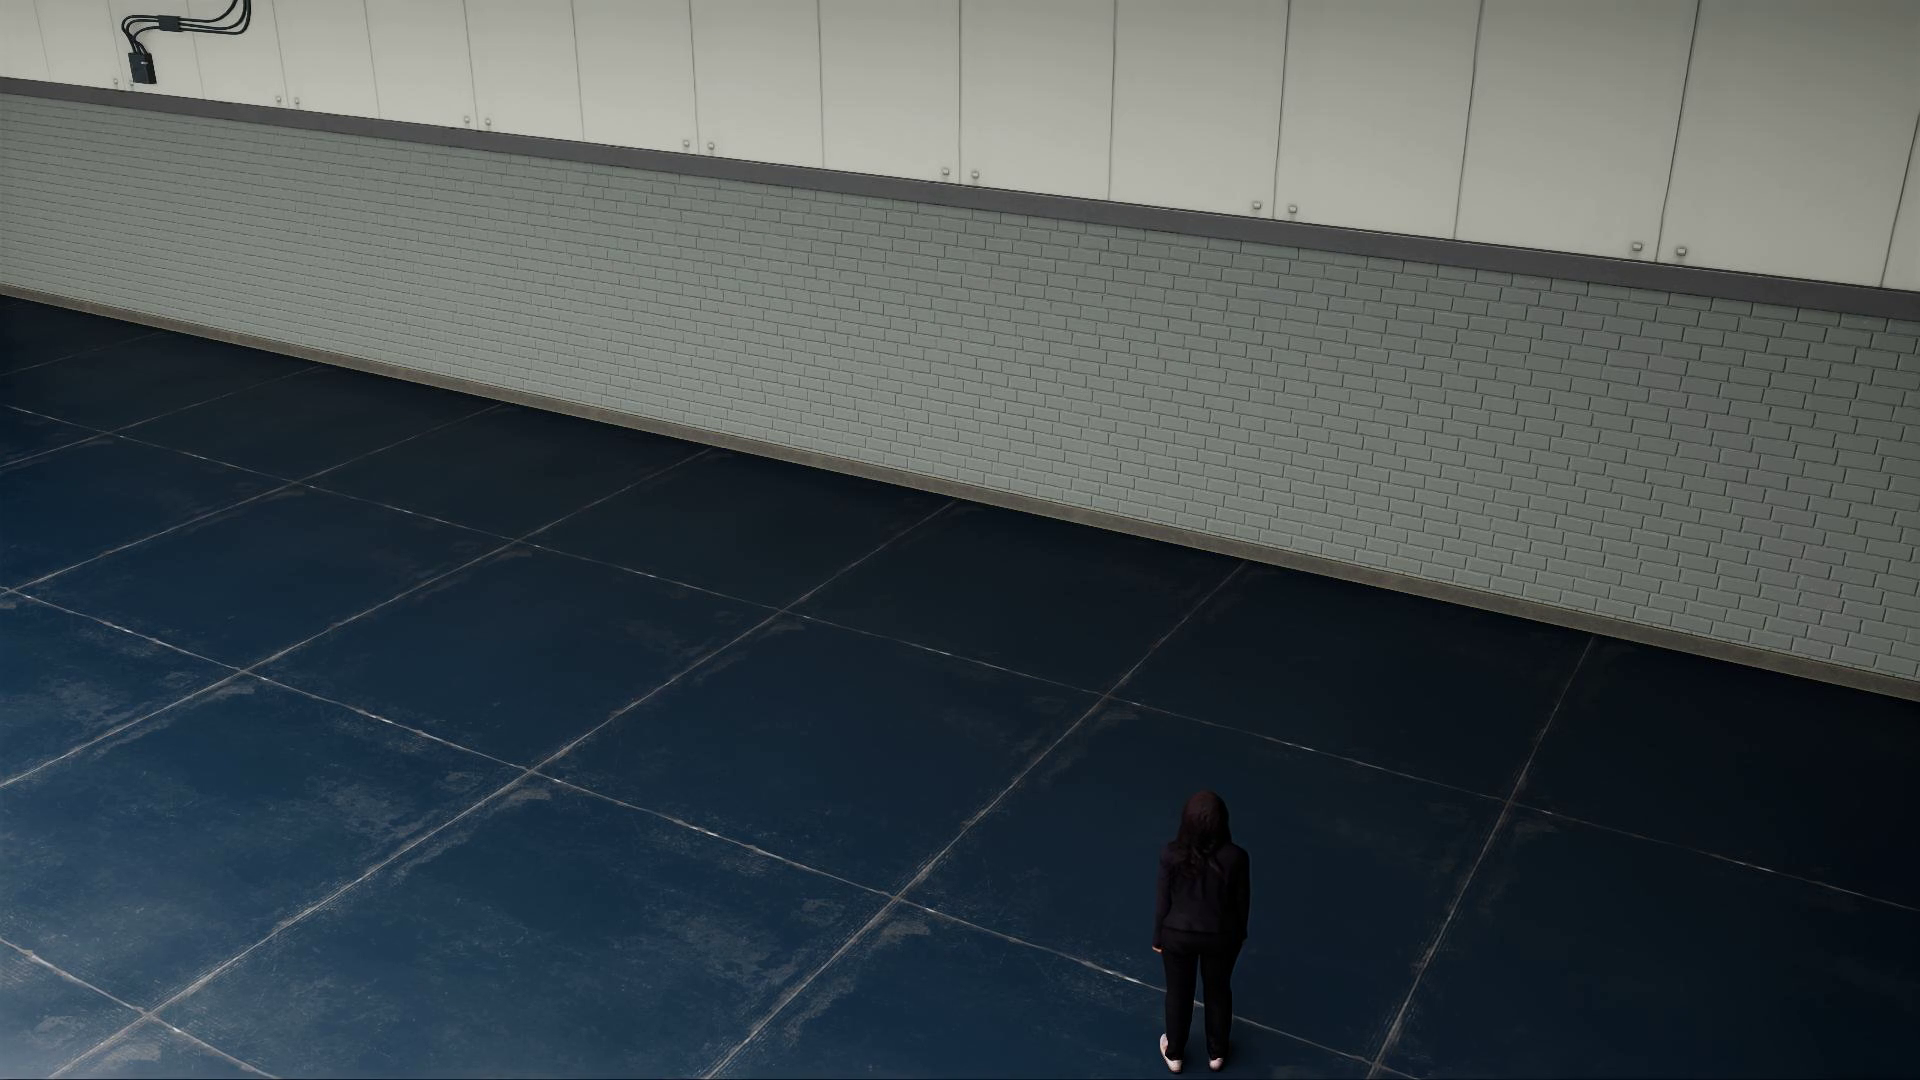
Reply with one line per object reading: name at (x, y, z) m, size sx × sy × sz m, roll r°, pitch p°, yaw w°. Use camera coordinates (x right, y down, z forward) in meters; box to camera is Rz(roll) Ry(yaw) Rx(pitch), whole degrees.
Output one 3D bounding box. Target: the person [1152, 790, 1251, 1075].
person at (1.229, 2.020, 8.543) m, size 0.767 × 1.615 × 0.791 m, roll 0°, pitch 23°, yaw 0°
